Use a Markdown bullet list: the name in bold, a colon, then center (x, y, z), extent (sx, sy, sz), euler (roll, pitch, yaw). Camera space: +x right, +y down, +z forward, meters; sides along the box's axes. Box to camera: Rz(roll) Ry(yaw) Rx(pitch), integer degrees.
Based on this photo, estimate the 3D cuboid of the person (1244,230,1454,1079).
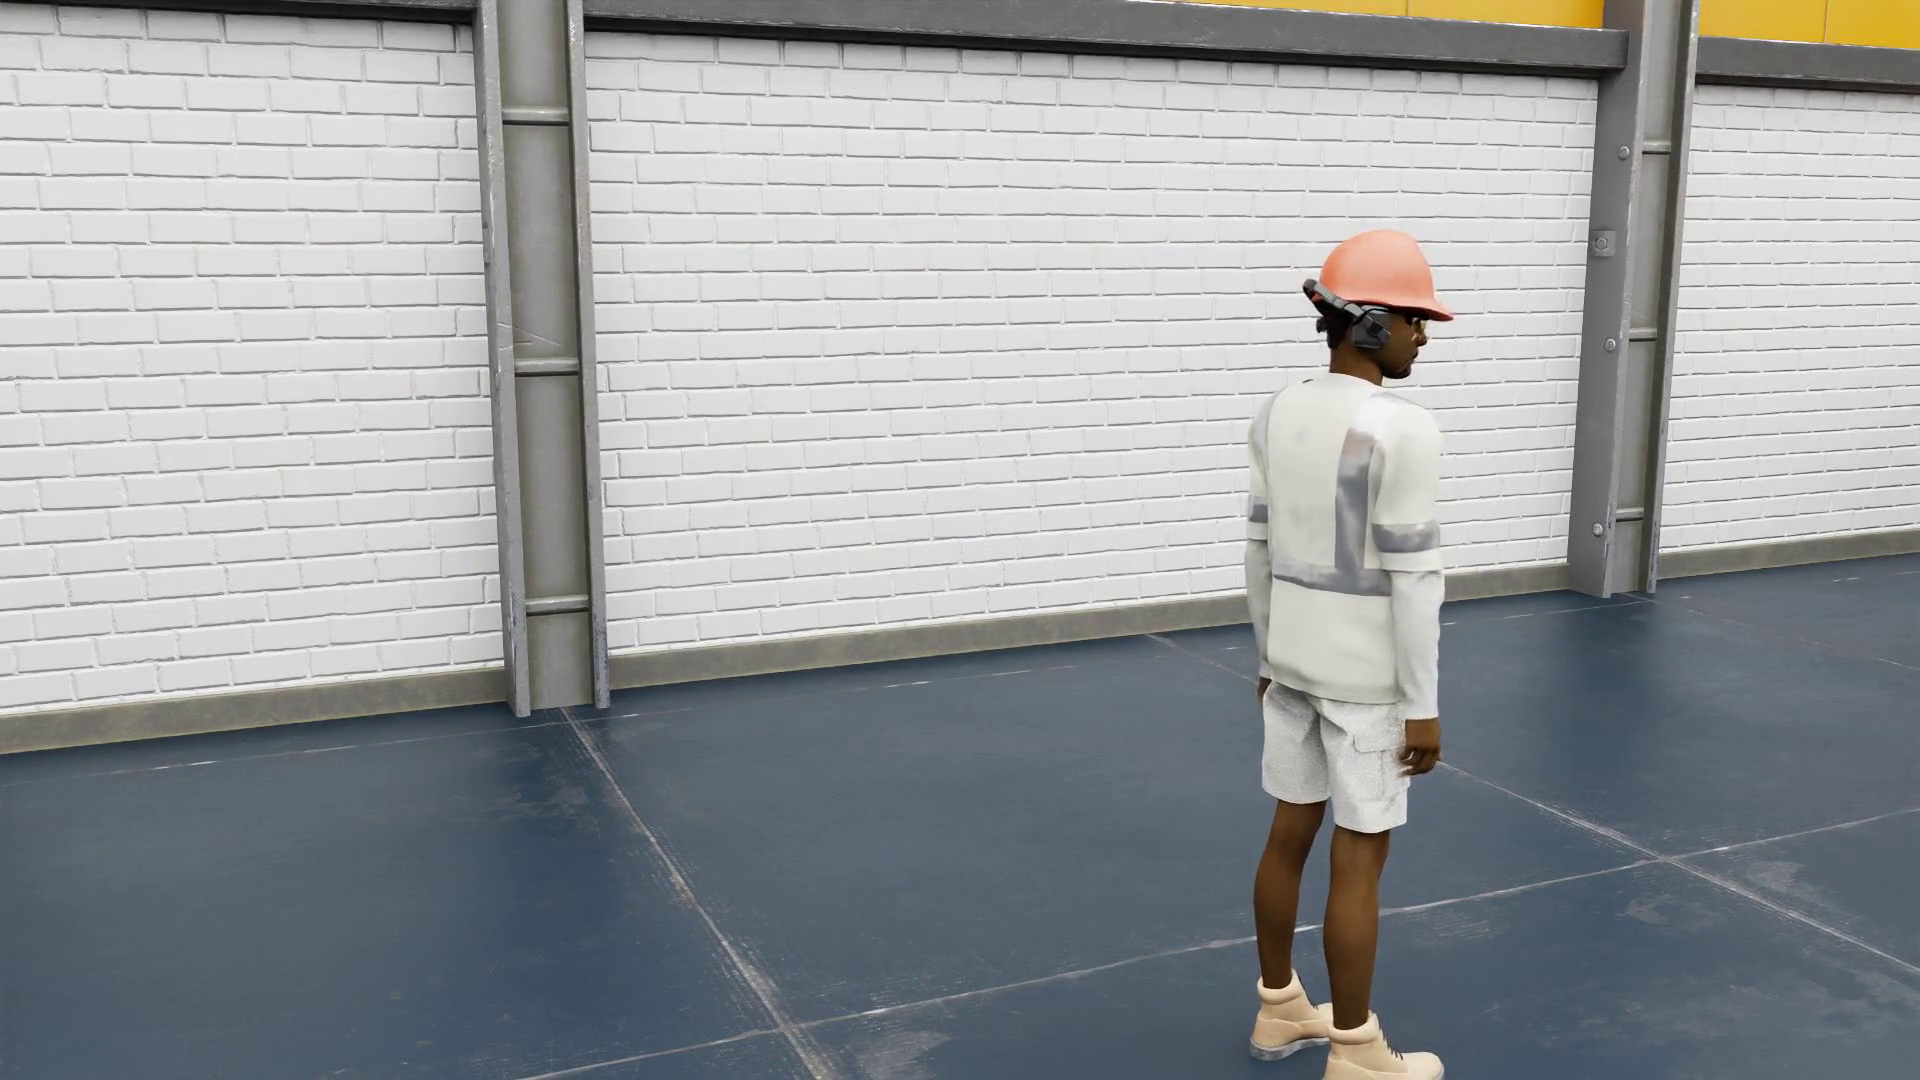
- **person**: center (0.923, 0.302, 3.944), extent (0.395, 2.039, 0.608), euler (-5, 11, -25)
